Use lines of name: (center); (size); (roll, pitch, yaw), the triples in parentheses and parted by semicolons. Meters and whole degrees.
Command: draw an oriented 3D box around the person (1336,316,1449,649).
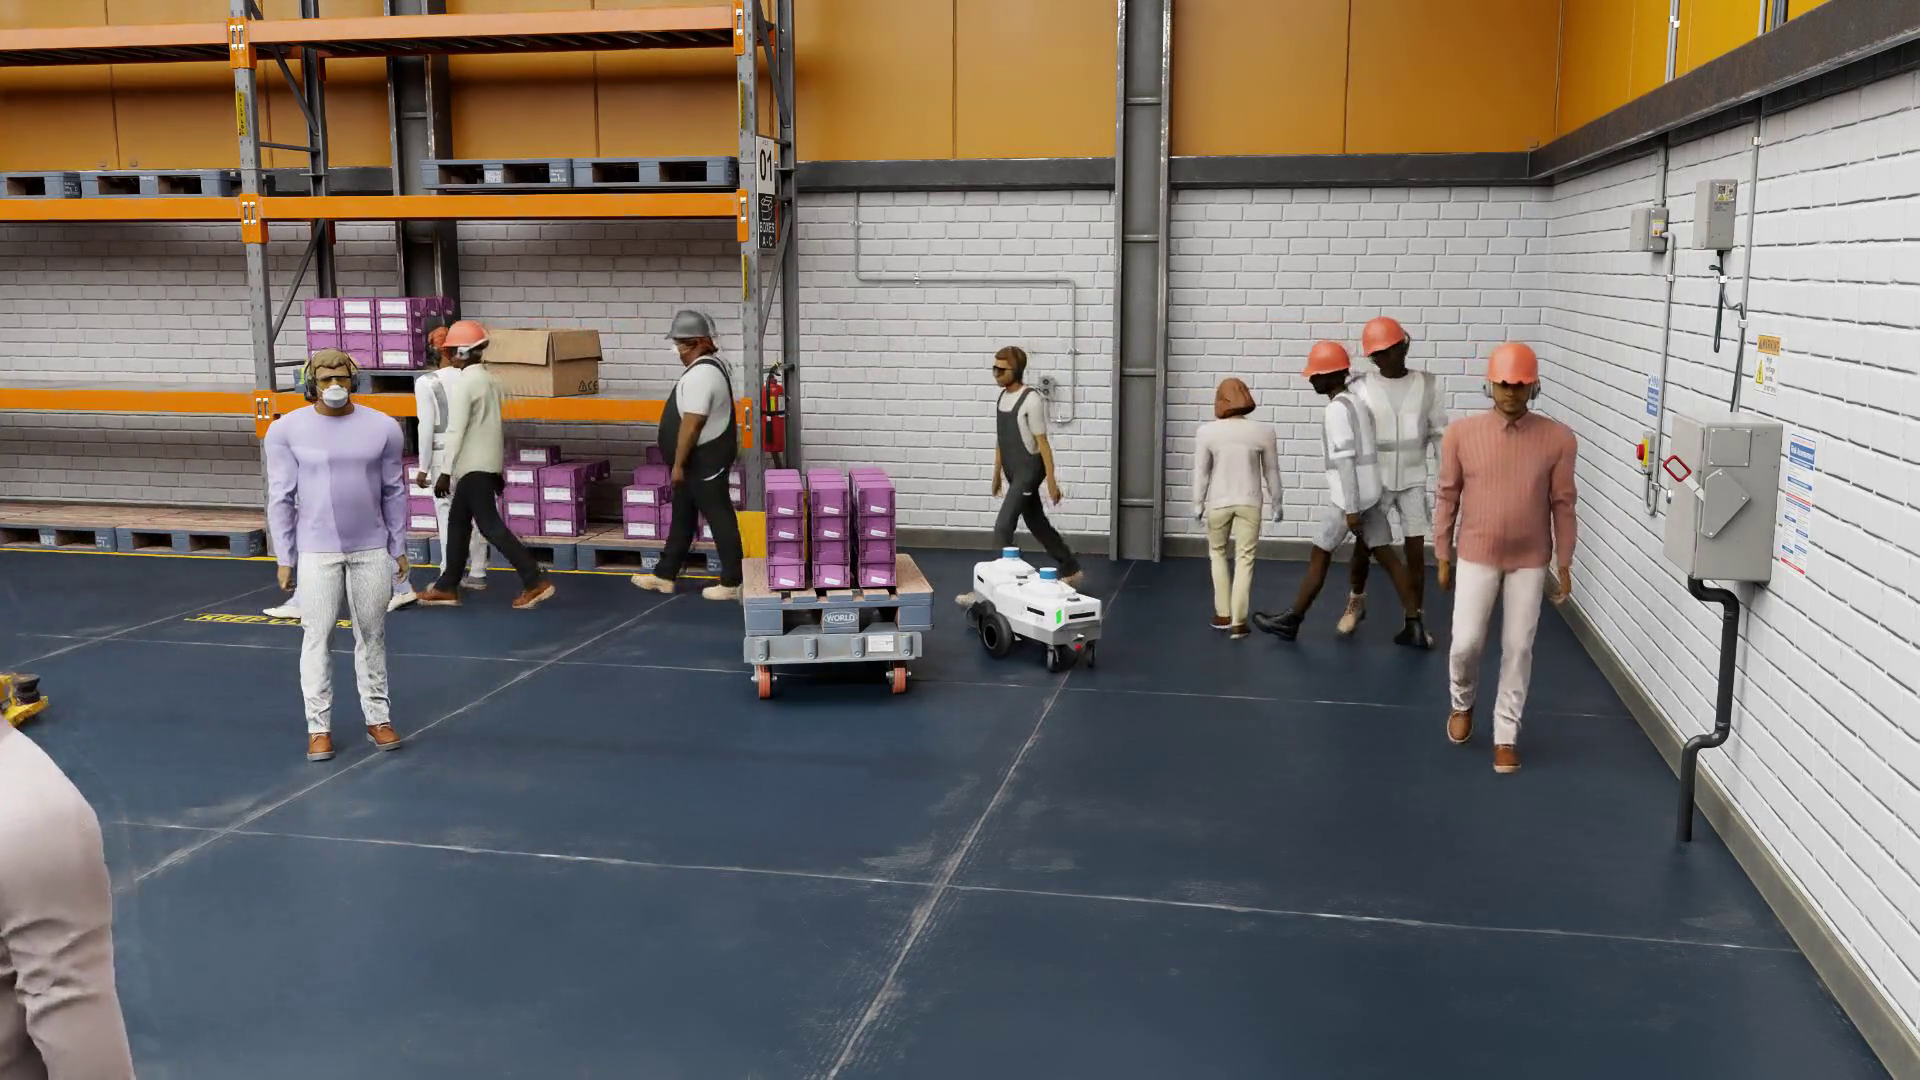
person: (2.657, -0.351, 10.150); (0.680, 2.008, 0.531); (1, 9, 7)

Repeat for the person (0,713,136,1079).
person: (-1.672, 0.938, 2.822); (0.637, 1.867, 0.982); (7, 12, 36)

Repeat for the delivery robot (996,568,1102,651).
delivery robot: (0.512, 0.405, 9.654); (0.477, 0.478, 0.707); (-5, 11, -30)

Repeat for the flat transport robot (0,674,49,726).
flat transport robot: (-5.382, 0.837, 8.186); (1.431, 0.197, 0.652); (-1, 9, -6)

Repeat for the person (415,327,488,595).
person: (-3.571, -0.548, 11.707); (0.356, 1.877, 0.574); (7, 12, 36)

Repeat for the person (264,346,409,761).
person: (-2.919, 0.059, 7.858); (0.633, 1.939, 0.368); (-6, 11, -32)

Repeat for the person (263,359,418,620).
person: (-4.069, -0.334, 10.927); (0.942, 1.714, 0.507); (-2, 10, -9)

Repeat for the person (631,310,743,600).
person: (-1.908, -0.587, 11.442); (0.935, 2.000, 0.703); (-1, 9, -3)

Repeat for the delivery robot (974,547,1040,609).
delivery robot: (0.318, 0.288, 10.358); (0.477, 0.478, 0.707); (-2, 10, -13)

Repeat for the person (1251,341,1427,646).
person: (2.372, -0.265, 10.090); (1.060, 1.861, 0.615); (6, 11, 33)

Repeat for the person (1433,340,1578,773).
person: (2.503, 0.074, 7.652); (0.617, 1.982, 0.466); (2, 10, 12)

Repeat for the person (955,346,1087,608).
person: (0.456, -0.446, 11.400); (1.044, 1.788, 0.538); (-4, 10, -24)

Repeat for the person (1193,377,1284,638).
person: (1.745, -0.203, 10.410); (0.568, 1.618, 0.448); (2, 10, 12)

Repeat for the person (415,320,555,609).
person: (-3.213, -0.494, 11.171); (0.996, 1.957, 0.619); (0, 9, 0)
